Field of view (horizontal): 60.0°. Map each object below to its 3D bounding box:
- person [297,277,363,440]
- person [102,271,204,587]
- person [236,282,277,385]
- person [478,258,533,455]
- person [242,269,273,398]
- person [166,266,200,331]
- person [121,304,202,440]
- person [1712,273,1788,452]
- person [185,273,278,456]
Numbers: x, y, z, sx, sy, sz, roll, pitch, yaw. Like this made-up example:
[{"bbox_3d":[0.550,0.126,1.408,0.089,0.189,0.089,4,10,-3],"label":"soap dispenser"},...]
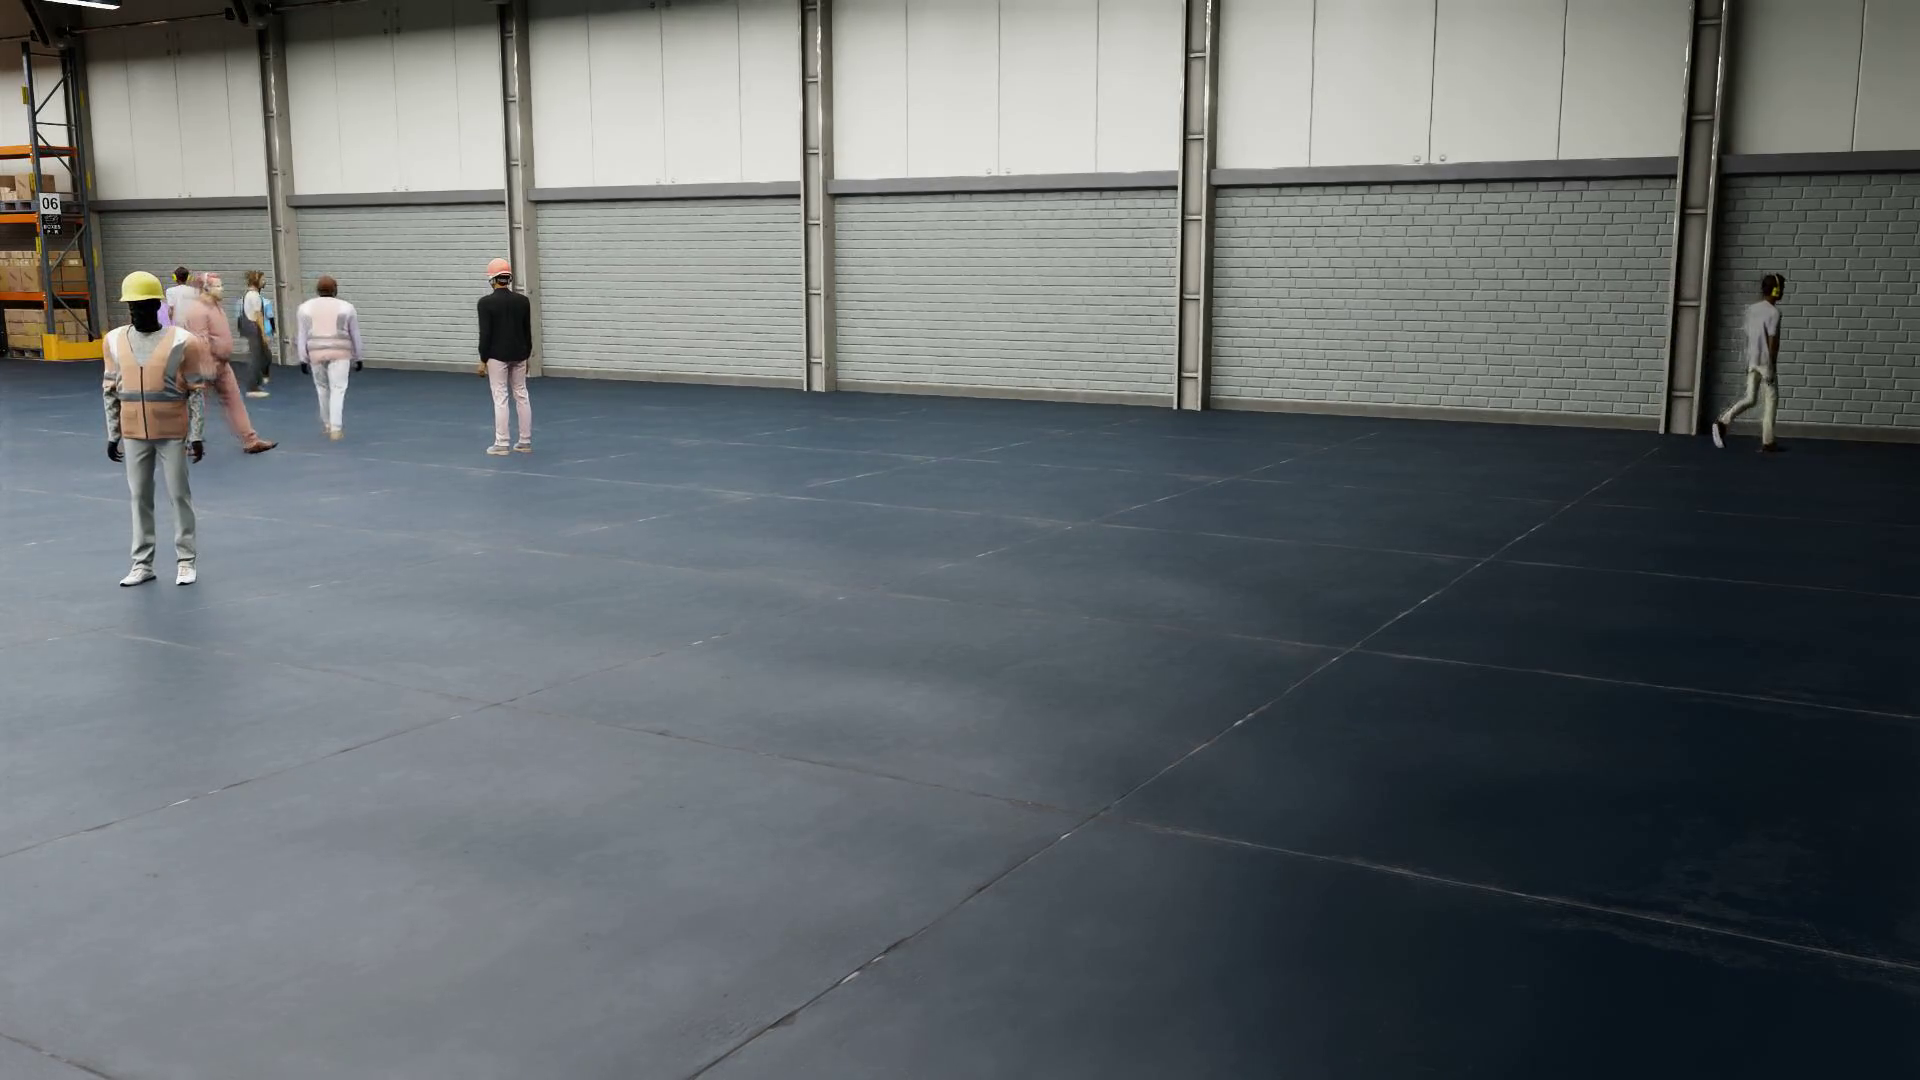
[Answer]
[{"bbox_3d":[-7.020,-2.038,18.612,0.648,1.786,0.968,-1,10,-9],"label":"person"},{"bbox_3d":[-4.944,-0.674,10.213,0.584,1.928,0.374,-1,10,-5],"label":"person"},{"bbox_3d":[-10.991,-3.236,25.963,0.573,1.671,0.590,-3,10,-18],"label":"person"},{"bbox_3d":[-4.654,-1.868,17.005,0.382,1.996,0.608,9,13,42],"label":"person"},{"bbox_3d":[-10.055,-2.943,23.804,0.452,1.830,0.532,-5,11,-27],"label":"person"},{"bbox_3d":[-11.763,-3.212,25.247,0.526,1.871,0.324,-8,13,-41],"label":"person"},{"bbox_3d":[-8.713,-1.918,17.939,0.949,1.771,0.573,-1,10,-8],"label":"person"},{"bbox_3d":[8.188,-1.815,17.119,0.749,1.853,0.521,-2,10,-13],"label":"person"},{"bbox_3d":[-7.549,-1.770,16.847,1.024,1.855,0.663,0,10,-2],"label":"person"}]
